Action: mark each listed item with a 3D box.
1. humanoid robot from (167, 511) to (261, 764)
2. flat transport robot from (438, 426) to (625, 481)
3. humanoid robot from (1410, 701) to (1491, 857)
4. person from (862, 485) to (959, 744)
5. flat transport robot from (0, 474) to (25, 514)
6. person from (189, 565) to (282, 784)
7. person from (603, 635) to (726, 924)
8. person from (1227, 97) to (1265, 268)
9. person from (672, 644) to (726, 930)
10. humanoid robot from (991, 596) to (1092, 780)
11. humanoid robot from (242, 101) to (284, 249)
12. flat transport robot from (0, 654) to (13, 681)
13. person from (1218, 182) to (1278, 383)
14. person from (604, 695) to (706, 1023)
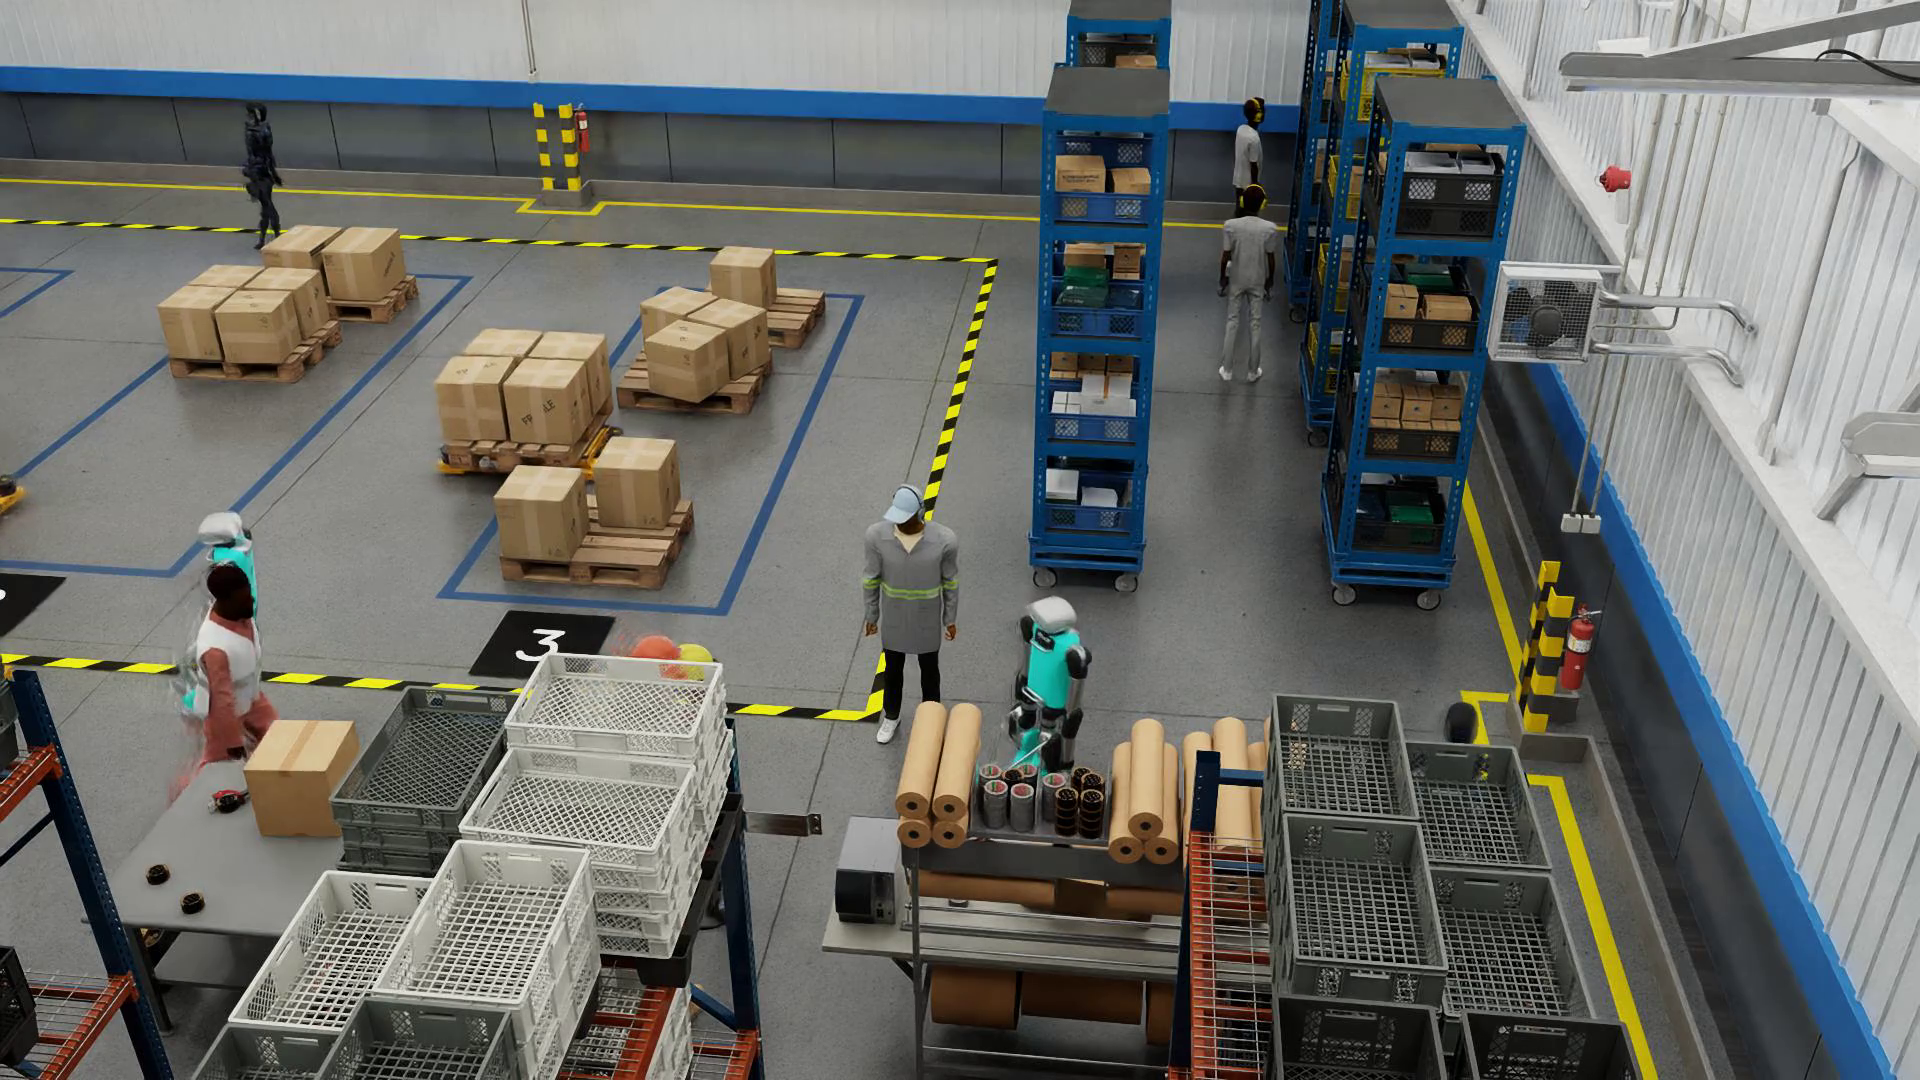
[{"bbox_3d":[-4.523,0.617,10.021,0.735,1.678,0.533,-5,31,-8],"label":"humanoid robot"},{"bbox_3d":[-3.575,-0.765,13.960,1.431,0.197,0.652,3,30,6],"label":"flat transport robot"},{"bbox_3d":[2.507,1.535,8.651,0.593,1.632,0.613,5,31,8],"label":"humanoid robot"},{"bbox_3d":[-0.306,0.474,10.286,0.597,1.850,0.395,3,30,4],"label":"person"},{"bbox_3d":[-8.311,-0.325,13.204,1.431,0.197,0.652,3,30,6],"label":"flat transport robot"},{"bbox_3d":[-4.141,0.944,9.486,1.077,1.847,0.597,-1,30,-2],"label":"person"},{"bbox_3d":[-1.557,1.285,8.853,0.752,1.885,0.569,26,39,37],"label":"person"},{"bbox_3d":[3.030,-3.706,17.442,0.328,1.876,0.511,-7,31,-11],"label":"person"},{"bbox_3d":[-1.375,1.308,8.937,0.310,1.768,0.529,-8,31,-13],"label":"person"},{"bbox_3d":[0.289,1.183,9.221,1.013,1.759,0.532,-19,35,-29],"label":"humanoid robot"},{"bbox_3d":[-7.560,-3.935,18.044,0.533,1.640,0.610,1,30,1],"label":"humanoid robot"},{"bbox_3d":[-7.142,0.969,11.010,1.431,0.231,0.659,3,30,6],"label":"flat transport robot"},{"bbox_3d":[2.599,-2.322,15.071,0.505,1.871,0.329,5,31,9],"label":"person"},{"bbox_3d":[-1.542,1.580,8.215,0.598,2.035,0.404,6,31,9],"label":"person"}]
